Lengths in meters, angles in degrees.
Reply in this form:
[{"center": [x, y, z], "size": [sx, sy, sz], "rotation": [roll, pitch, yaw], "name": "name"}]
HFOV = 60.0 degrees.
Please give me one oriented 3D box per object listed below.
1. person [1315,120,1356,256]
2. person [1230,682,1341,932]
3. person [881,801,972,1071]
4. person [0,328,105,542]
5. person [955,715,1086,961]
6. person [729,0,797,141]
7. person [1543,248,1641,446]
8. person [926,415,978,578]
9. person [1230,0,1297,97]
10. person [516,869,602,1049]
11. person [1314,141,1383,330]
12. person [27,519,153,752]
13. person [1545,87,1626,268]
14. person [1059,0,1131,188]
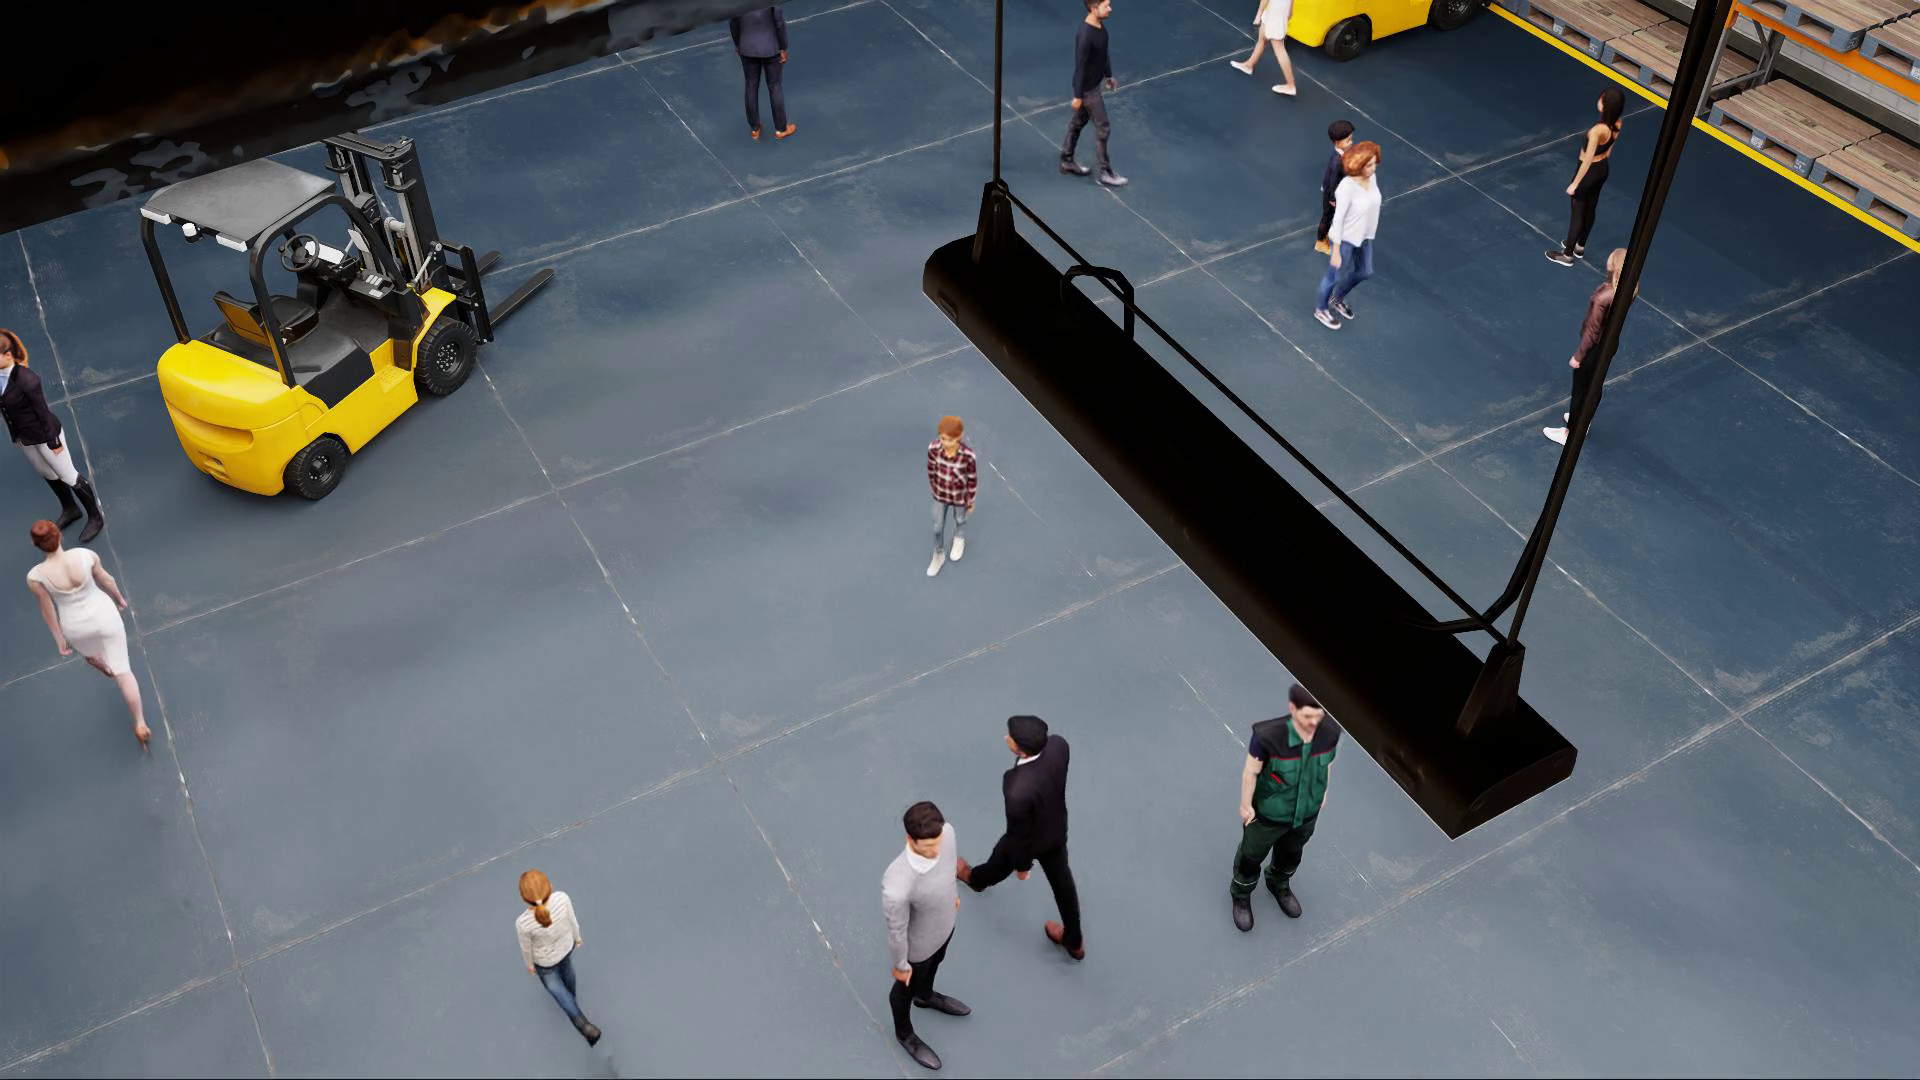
[{"center": [3.264, -3.091, 14.490], "size": [0.646, 1.227, 0.596], "rotation": [16, 46, 16], "name": "person"}, {"center": [1.799, 1.447, 9.238], "size": [0.721, 1.901, 0.658], "rotation": [-11, 45, -12], "name": "person"}, {"center": [-0.197, 1.998, 8.645], "size": [0.819, 1.920, 0.832], "rotation": [21, 48, 21], "name": "person"}, {"center": [-6.444, -0.729, 11.646], "size": [0.642, 1.730, 0.714], "rotation": [15, 46, 15], "name": "person"}, {"center": [0.493, 1.655, 9.080], "size": [1.318, 1.817, 0.992], "rotation": [32, 52, 29], "name": "person"}, {"center": [-1.883, -4.646, 15.690], "size": [0.778, 1.824, 0.827], "rotation": [9, 44, 9], "name": "person"}, {"center": [4.758, -1.437, 12.408], "size": [0.635, 1.704, 0.541], "rotation": [-29, 51, -27], "name": "person"}, {"center": [-0.032, -0.387, 11.606], "size": [0.728, 1.290, 0.789], "rotation": [9, 44, 10], "name": "person"}, {"center": [3.183, -5.177, 16.358], "size": [1.150, 1.671, 0.836], "rotation": [29, 51, 27], "name": "person"}, {"center": [-2.127, 2.231, 8.848], "size": [0.551, 1.304, 0.824], "rotation": [-29, 51, -27], "name": "person"}, {"center": [3.100, -2.517, 13.548], "size": [0.708, 1.694, 0.658], "rotation": [-31, 51, -28], "name": "person"}, {"center": [-5.301, 0.608, 10.224], "size": [0.620, 1.756, 1.068], "rotation": [-25, 49, -24], "name": "person"}, {"center": [5.392, -3.106, 14.204], "size": [0.588, 1.643, 0.537], "rotation": [-29, 51, -27], "name": "person"}, {"center": [1.080, -4.137, 15.139], "size": [1.042, 1.846, 0.982], "rotation": [10, 45, 10], "name": "person"}]
